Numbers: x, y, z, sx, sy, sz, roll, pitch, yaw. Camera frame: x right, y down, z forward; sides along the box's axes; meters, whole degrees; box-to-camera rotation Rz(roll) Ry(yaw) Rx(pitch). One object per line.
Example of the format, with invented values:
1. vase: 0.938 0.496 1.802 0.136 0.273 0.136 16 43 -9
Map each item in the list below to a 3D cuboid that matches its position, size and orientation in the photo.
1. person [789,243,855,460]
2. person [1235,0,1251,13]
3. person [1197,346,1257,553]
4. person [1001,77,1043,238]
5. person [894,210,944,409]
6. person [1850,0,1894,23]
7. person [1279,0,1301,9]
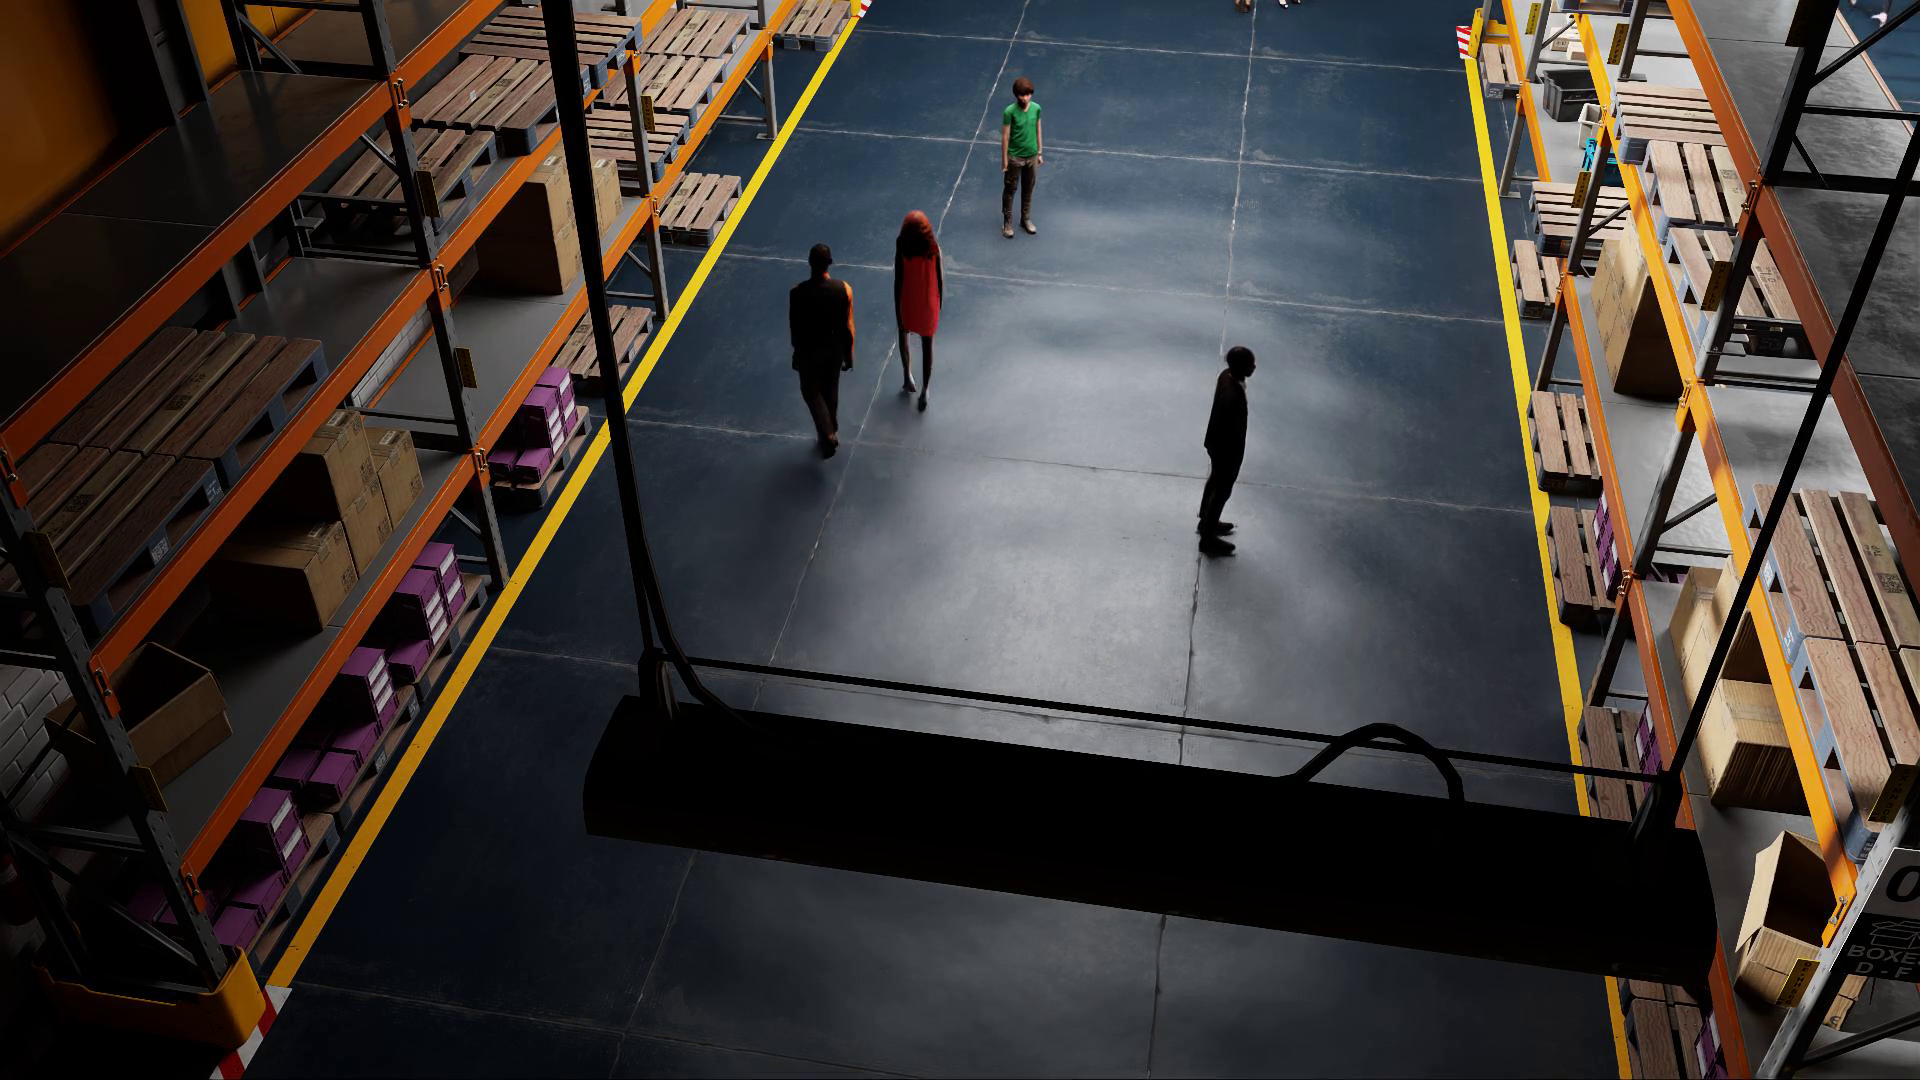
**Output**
1. person: -1.106 -1.473 13.532 0.945 1.889 1.112 -10 40 -12
2. person: 3.729 -7.389 21.635 0.448 1.021 0.475 13 40 15
3. person: 2.009 -0.702 12.639 0.745 1.799 0.538 1 39 1
4. person: 0.613 -3.871 16.725 0.675 1.651 0.684 -13 40 -15
5. person: -0.323 -1.915 14.150 0.699 1.810 0.752 -6 39 -7
6. person: 11.871 -7.452 21.174 0.739 1.695 1.214 -1 39 -1
7. person: 4.368 -7.860 21.580 0.704 1.827 0.771 -26 45 -28
